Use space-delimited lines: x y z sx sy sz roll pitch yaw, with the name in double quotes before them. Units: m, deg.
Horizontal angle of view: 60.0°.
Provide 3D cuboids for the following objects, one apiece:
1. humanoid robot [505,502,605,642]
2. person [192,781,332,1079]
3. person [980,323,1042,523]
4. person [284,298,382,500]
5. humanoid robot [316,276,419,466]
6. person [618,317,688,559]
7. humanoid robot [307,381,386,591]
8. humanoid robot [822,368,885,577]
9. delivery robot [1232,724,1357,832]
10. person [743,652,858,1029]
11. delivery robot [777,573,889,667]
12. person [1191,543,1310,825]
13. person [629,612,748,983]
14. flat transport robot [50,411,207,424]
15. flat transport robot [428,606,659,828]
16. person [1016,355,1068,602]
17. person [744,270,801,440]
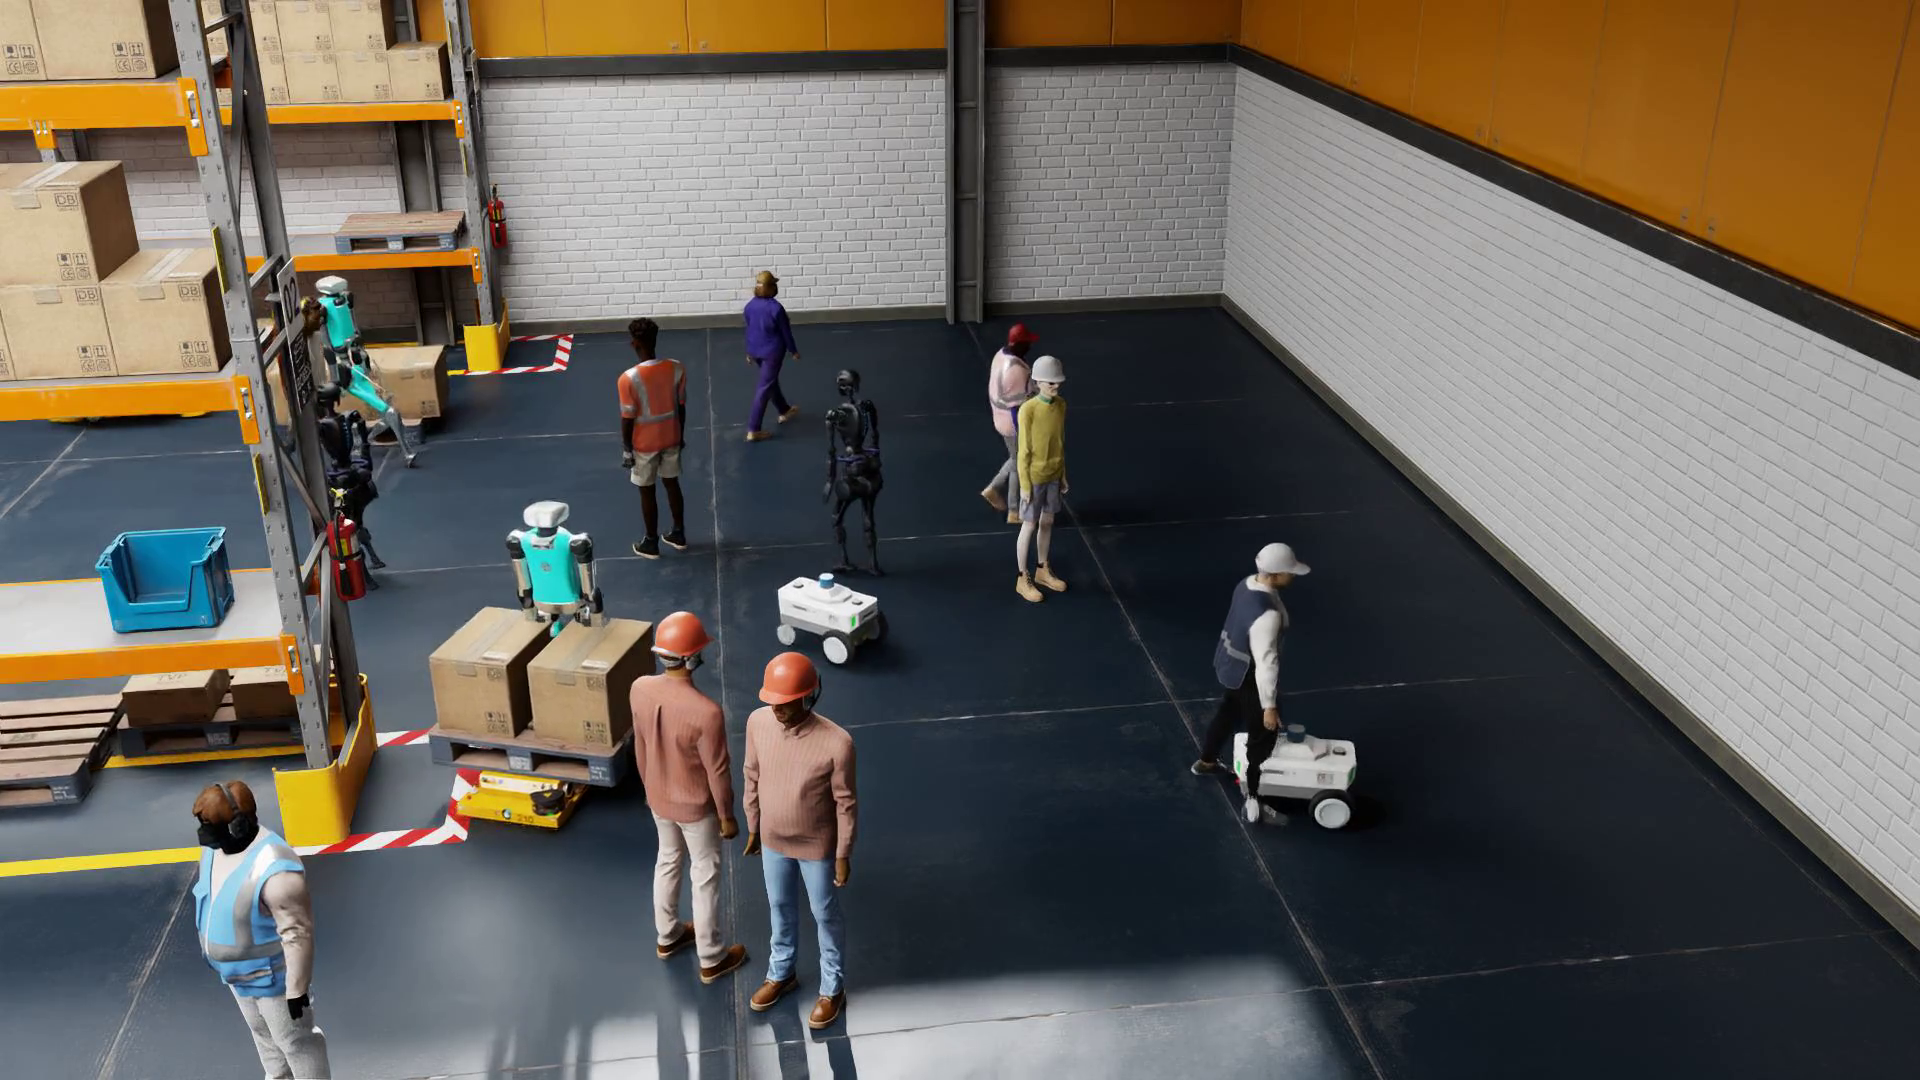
"humanoid robot" -2.398 0.509 10.409 0.542 1.785 0.750 4 24 9
"person" -3.037 1.851 7.223 0.633 1.841 0.429 18 29 35
"person" 0.468 -0.962 13.761 0.438 1.732 0.636 -4 24 -9
"person" -5.615 -1.199 14.236 1.060 1.801 0.533 7 25 16
"humanoid robot" -5.261 -1.481 15.004 0.933 1.786 0.569 5 24 12
"person" -2.412 -0.797 13.120 0.601 1.957 0.381 -22 32 -40
"humanoid robot" -4.656 -0.402 12.571 0.370 1.647 0.602 15 28 31
"humanoid robot" -0.795 -0.503 12.797 0.430 1.633 0.590 20 30 37
"delivery robot" 2.014 1.392 9.890 0.783 0.611 0.525 4 24 8
"person" -0.776 1.430 7.995 0.607 1.995 0.374 11 26 24
"delivery robot" -0.911 0.542 11.824 0.784 0.609 0.499 14 27 29
"person" 1.730 0.820 9.716 0.518 1.733 0.807 -2 24 -5
"person" -1.361 1.280 8.354 0.618 1.986 0.405 18 29 35
"flat transport robot" -8.206 -1.388 16.560 1.431 0.231 0.659 -3 24 -8
"flat transport robot" -2.506 1.313 10.406 0.659 0.231 1.431 5 24 12
"person" 0.609 -0.477 12.468 0.471 1.892 0.385 -20 31 -38
"person" -1.811 -1.779 15.816 0.467 1.573 0.864 18 30 36
